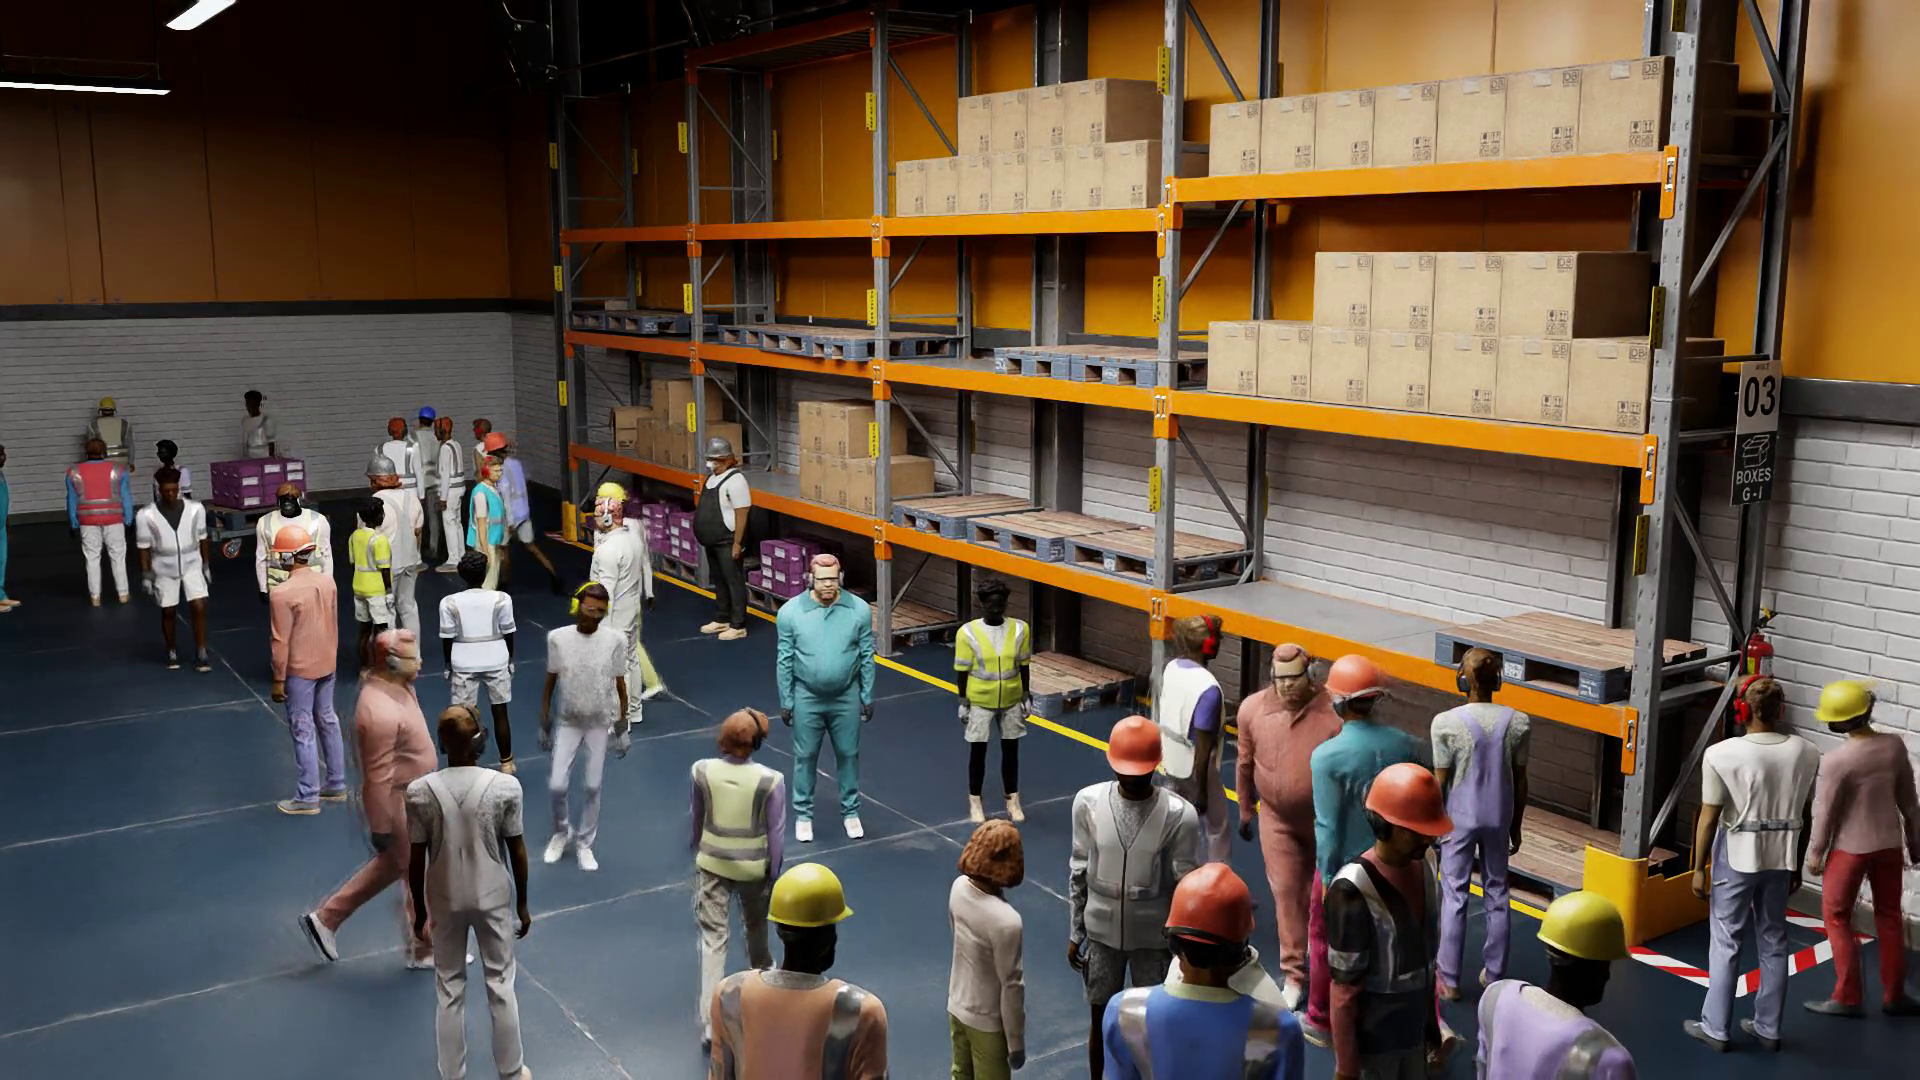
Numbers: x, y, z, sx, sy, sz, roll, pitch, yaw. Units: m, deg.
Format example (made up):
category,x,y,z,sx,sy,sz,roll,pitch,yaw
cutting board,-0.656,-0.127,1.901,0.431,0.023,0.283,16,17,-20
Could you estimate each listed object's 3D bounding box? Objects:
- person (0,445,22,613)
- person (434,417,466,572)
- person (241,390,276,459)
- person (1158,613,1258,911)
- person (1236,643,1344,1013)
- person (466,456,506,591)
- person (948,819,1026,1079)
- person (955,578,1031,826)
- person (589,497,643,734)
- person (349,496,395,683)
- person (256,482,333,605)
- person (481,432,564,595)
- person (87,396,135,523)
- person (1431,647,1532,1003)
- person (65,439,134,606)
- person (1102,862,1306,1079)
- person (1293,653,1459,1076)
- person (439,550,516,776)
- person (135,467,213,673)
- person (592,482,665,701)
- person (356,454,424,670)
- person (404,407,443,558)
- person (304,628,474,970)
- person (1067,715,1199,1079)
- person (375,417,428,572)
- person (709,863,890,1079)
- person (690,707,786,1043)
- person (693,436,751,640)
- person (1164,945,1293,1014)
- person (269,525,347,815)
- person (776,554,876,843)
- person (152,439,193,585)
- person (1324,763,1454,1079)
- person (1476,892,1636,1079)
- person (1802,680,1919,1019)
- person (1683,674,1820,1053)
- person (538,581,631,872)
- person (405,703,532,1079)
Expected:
category,x,y,z,sx,sy,sz,roll,pitch,yaw
person,-10.348,-0.134,17.833,0.355,1.837,0.503,-2,10,-10
person,-6.191,-0.554,20.160,0.369,1.879,0.584,-1,10,-4
person,-9.851,-1.156,23.473,0.612,1.948,0.629,4,11,24
person,1.261,1.305,9.463,0.910,1.809,0.573,-4,10,-20
person,1.800,1.422,8.667,0.737,1.849,0.997,2,10,14
person,-4.710,0.079,16.596,0.411,1.842,0.643,-1,10,-3
person,0.107,1.889,6.560,0.288,1.626,0.496,-5,11,-28
person,0.225,1.077,11.135,0.537,1.688,0.319,-3,10,-15
person,-2.767,0.599,13.324,0.399,1.900,0.645,1,10,7
person,-5.193,0.456,14.748,0.539,1.695,0.318,8,13,39
person,-5.839,0.407,14.615,0.637,1.842,0.429,-3,10,-17
person,-4.897,-0.275,18.536,0.899,1.887,0.607,2,10,14
person,-12.022,-1.115,23.574,0.592,1.832,0.404,-6,12,-33
person,2.621,1.452,8.479,0.506,1.843,0.346,0,10,-2
person,-9.412,-0.192,18.242,0.651,1.834,0.542,-5,11,-25
person,0.725,1.951,4.955,0.605,2.045,0.380,3,10,17
person,1.932,1.518,7.763,0.635,1.964,0.865,-5,11,-27
person,-3.479,0.915,12.046,0.534,1.698,0.322,-3,10,-16
person,-7.128,0.283,15.141,0.622,1.911,0.908,-6,12,-33
person,-2.889,0.436,14.346,0.945,1.881,0.585,5,11,27
person,-5.213,0.230,15.070,0.537,2.000,0.689,4,11,25
person,-6.774,-0.737,21.185,0.637,1.888,0.702,-6,12,-33
person,-3.055,1.381,8.789,0.778,1.880,0.646,-3,10,-18
person,0.719,1.664,7.006,0.550,1.925,0.388,3,10,18
person,-6.725,-0.540,20.055,0.576,1.882,0.355,1,10,4
person,-0.488,1.959,5.260,0.592,1.923,0.381,3,10,15
person,-1.104,1.618,8.248,0.507,1.581,0.911,1,10,5
person,-2.387,-0.028,16.581,0.536,2.000,0.684,-6,11,-32
person,0.787,1.978,5.248,0.399,1.897,0.652,-4,10,-20
person,-4.505,0.881,11.423,0.408,1.987,0.613,3,10,15
person,-0.867,1.024,10.833,0.646,1.900,0.399,-2,10,-11
person,-9.162,-0.326,19.339,0.540,1.696,0.316,3,10,18
person,1.566,1.779,6.032,0.612,2.029,0.407,-9,14,-44
person,1.817,1.996,5.083,0.401,1.915,0.591,-4,11,-24
person,4.569,1.538,8.333,0.690,1.720,0.350,-2,10,-14
person,3.772,1.552,7.922,0.559,1.836,0.394,-1,10,-6
person,-2.316,1.148,10.284,0.562,1.839,0.437,-1,10,-7
person,-2.182,1.633,7.414,0.508,1.842,0.336,-2,10,-9
